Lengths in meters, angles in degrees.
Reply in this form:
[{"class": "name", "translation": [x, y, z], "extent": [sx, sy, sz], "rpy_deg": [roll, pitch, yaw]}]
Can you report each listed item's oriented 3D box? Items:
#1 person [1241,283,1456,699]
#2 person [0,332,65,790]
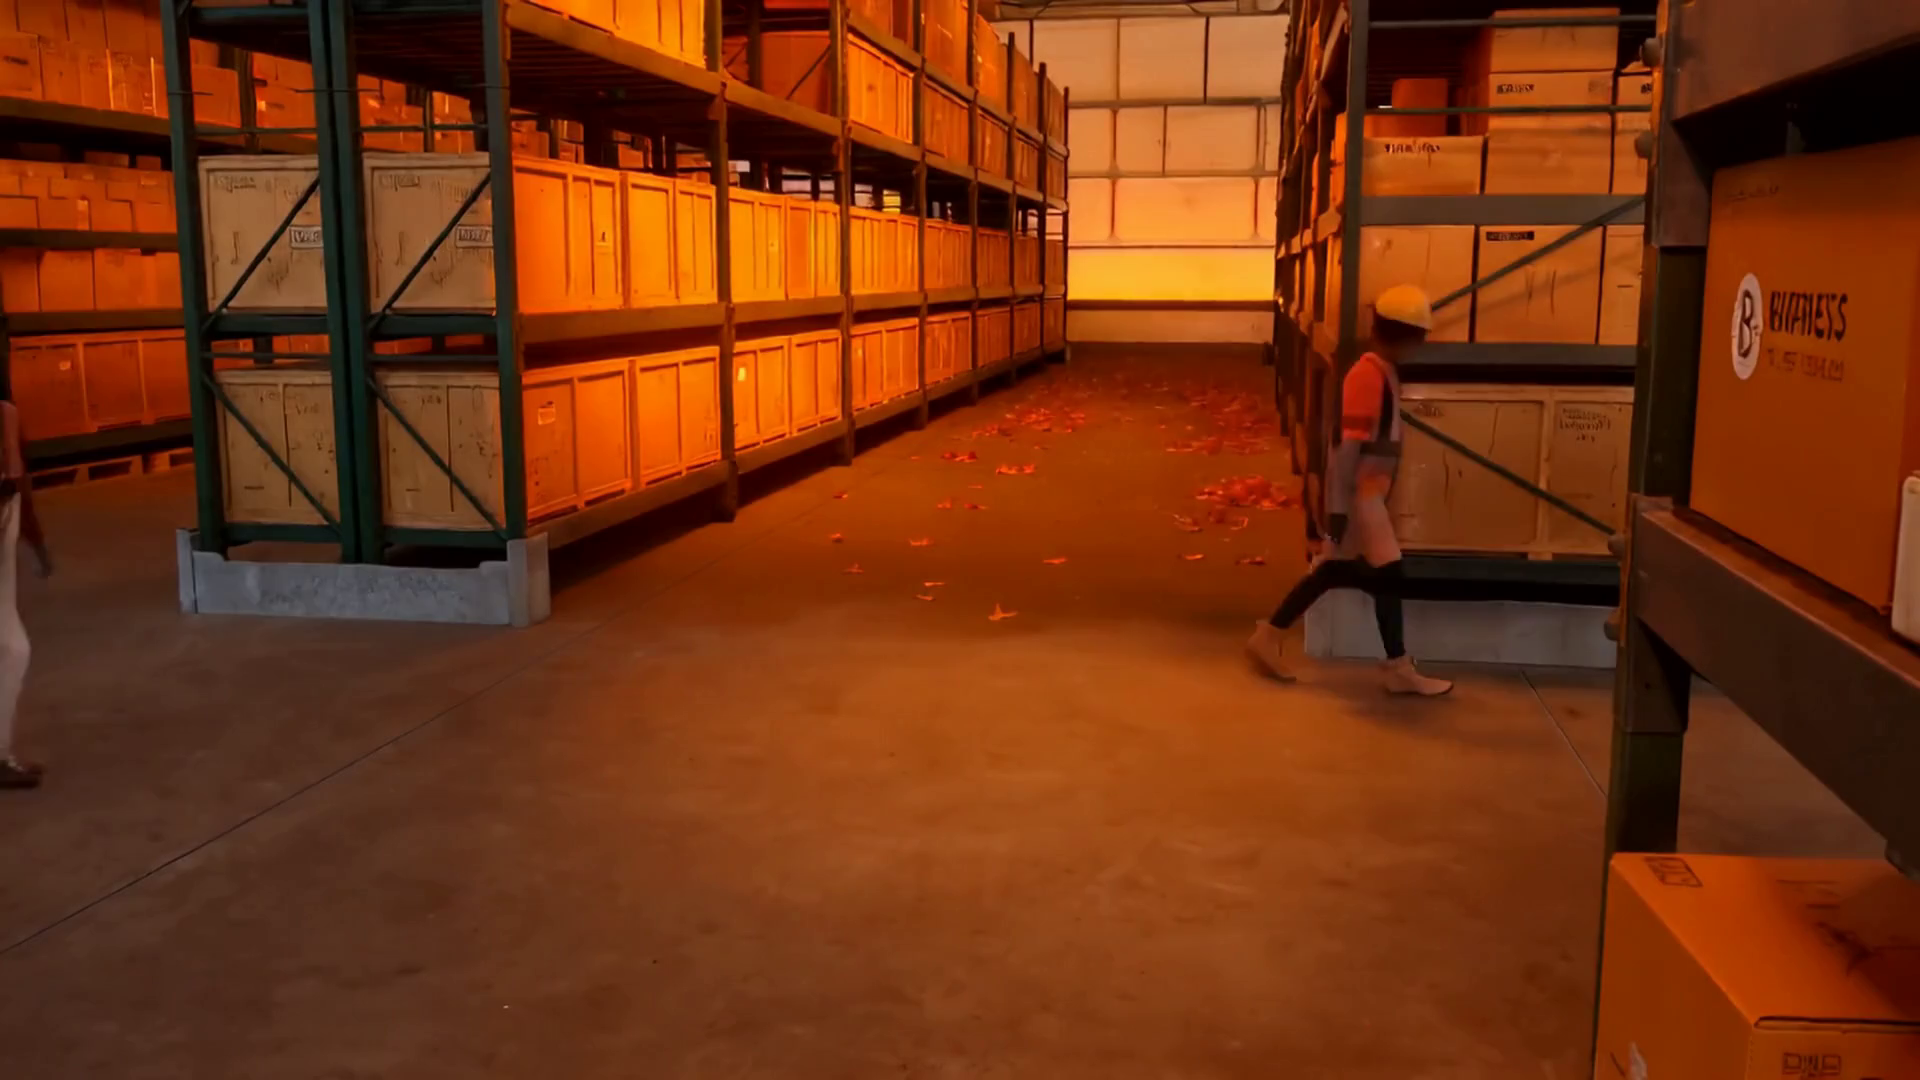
[{"class": "person", "translation": [1.849, -0.241, 7.981], "extent": [1.002, 1.989, 0.638], "rpy_deg": [3, 10, 18]}, {"class": "person", "translation": [-3.779, 0.071, 6.529], "extent": [0.581, 1.827, 0.569], "rpy_deg": [0, 9, 0]}]
